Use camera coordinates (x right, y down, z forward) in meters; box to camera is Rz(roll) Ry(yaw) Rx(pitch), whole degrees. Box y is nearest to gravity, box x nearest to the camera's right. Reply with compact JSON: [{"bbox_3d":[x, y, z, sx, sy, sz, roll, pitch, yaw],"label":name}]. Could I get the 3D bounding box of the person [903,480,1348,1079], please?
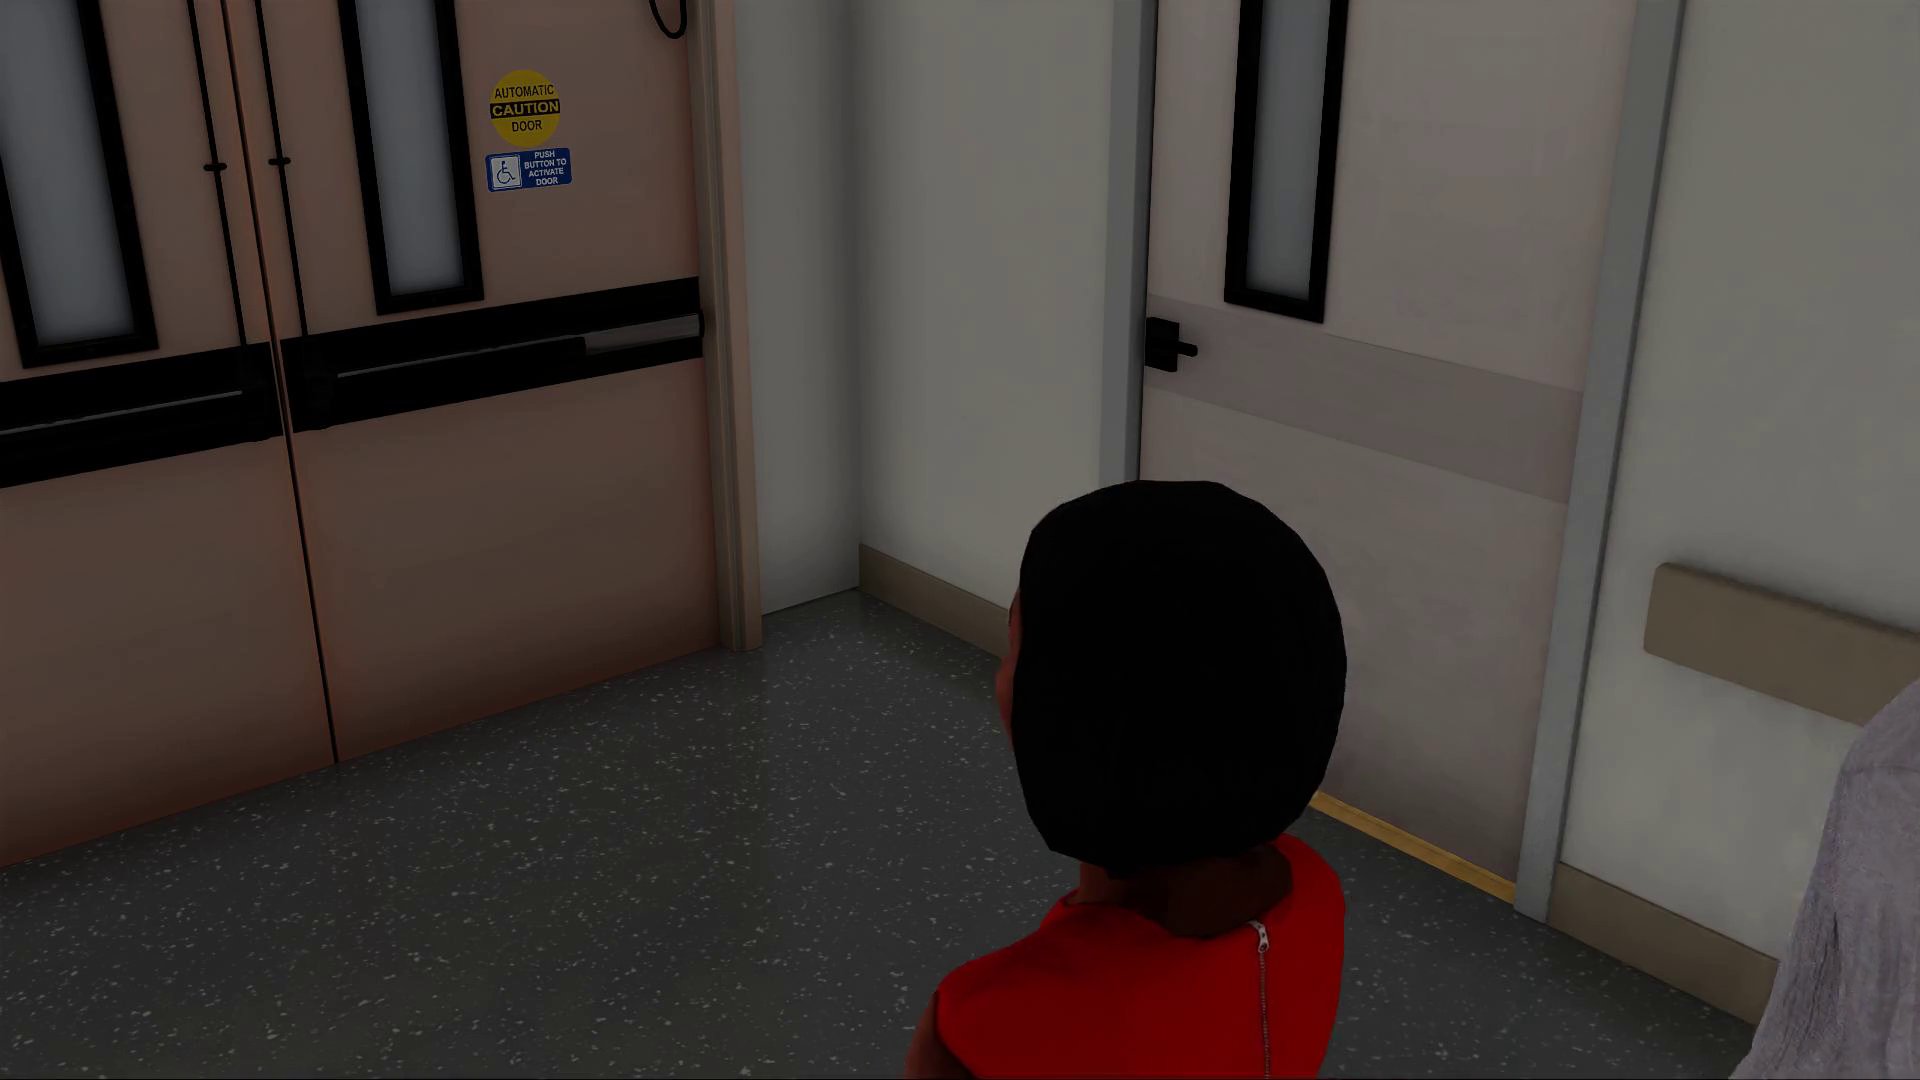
[{"bbox_3d":[0.143,0.798,1.305,0.554,1.741,0.630,19,28,41],"label":"person"}]
